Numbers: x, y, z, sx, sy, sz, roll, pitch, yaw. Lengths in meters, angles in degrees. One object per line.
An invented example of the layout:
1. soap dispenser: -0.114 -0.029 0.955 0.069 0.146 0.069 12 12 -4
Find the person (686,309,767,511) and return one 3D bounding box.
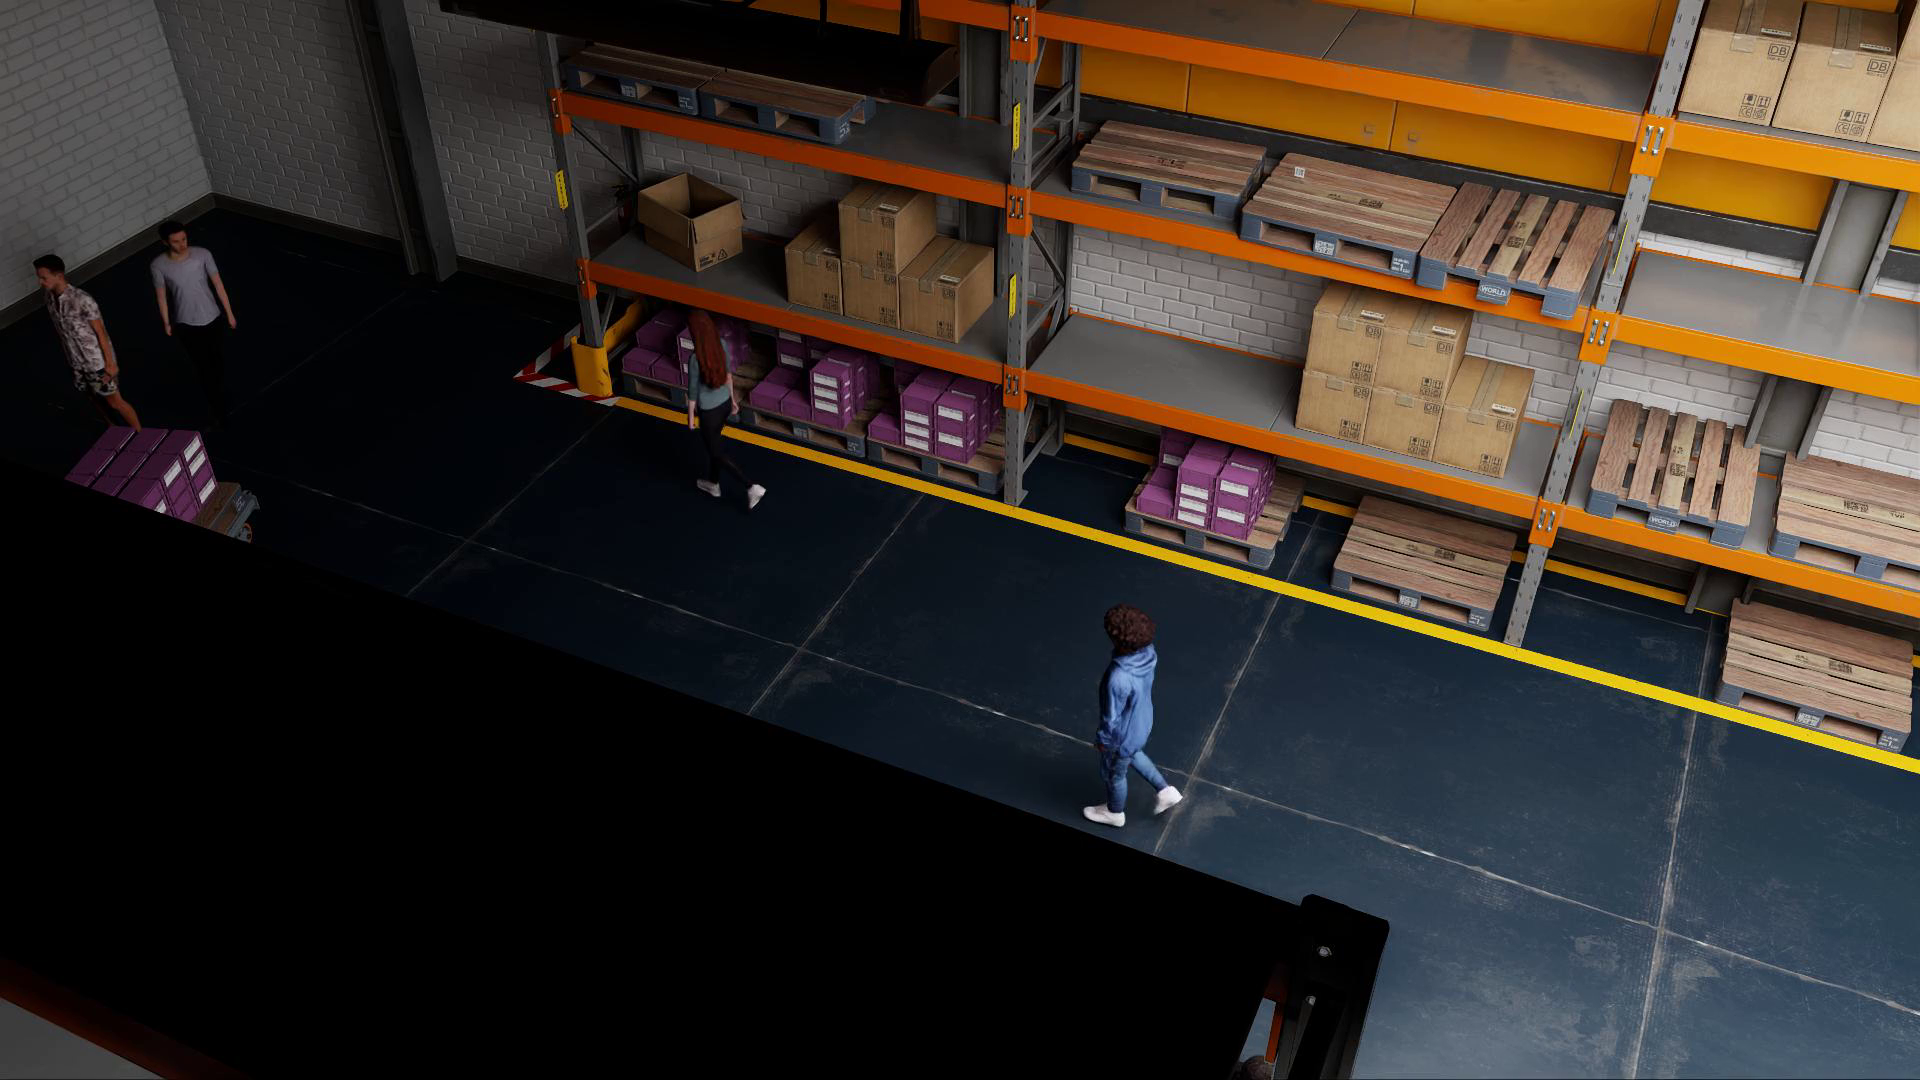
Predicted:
1. person: -1.862 -0.974 12.966 1.041 1.720 0.709 23 44 26

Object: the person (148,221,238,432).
1. person: -6.438 -1.885 14.028 1.051 1.819 1.266 -24 44 -27

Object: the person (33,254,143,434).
1. person: -7.101 -1.531 13.594 0.481 1.807 0.730 14 41 17

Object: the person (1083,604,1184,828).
1. person: 1.094 1.153 10.245 0.828 1.791 0.675 19 42 22
